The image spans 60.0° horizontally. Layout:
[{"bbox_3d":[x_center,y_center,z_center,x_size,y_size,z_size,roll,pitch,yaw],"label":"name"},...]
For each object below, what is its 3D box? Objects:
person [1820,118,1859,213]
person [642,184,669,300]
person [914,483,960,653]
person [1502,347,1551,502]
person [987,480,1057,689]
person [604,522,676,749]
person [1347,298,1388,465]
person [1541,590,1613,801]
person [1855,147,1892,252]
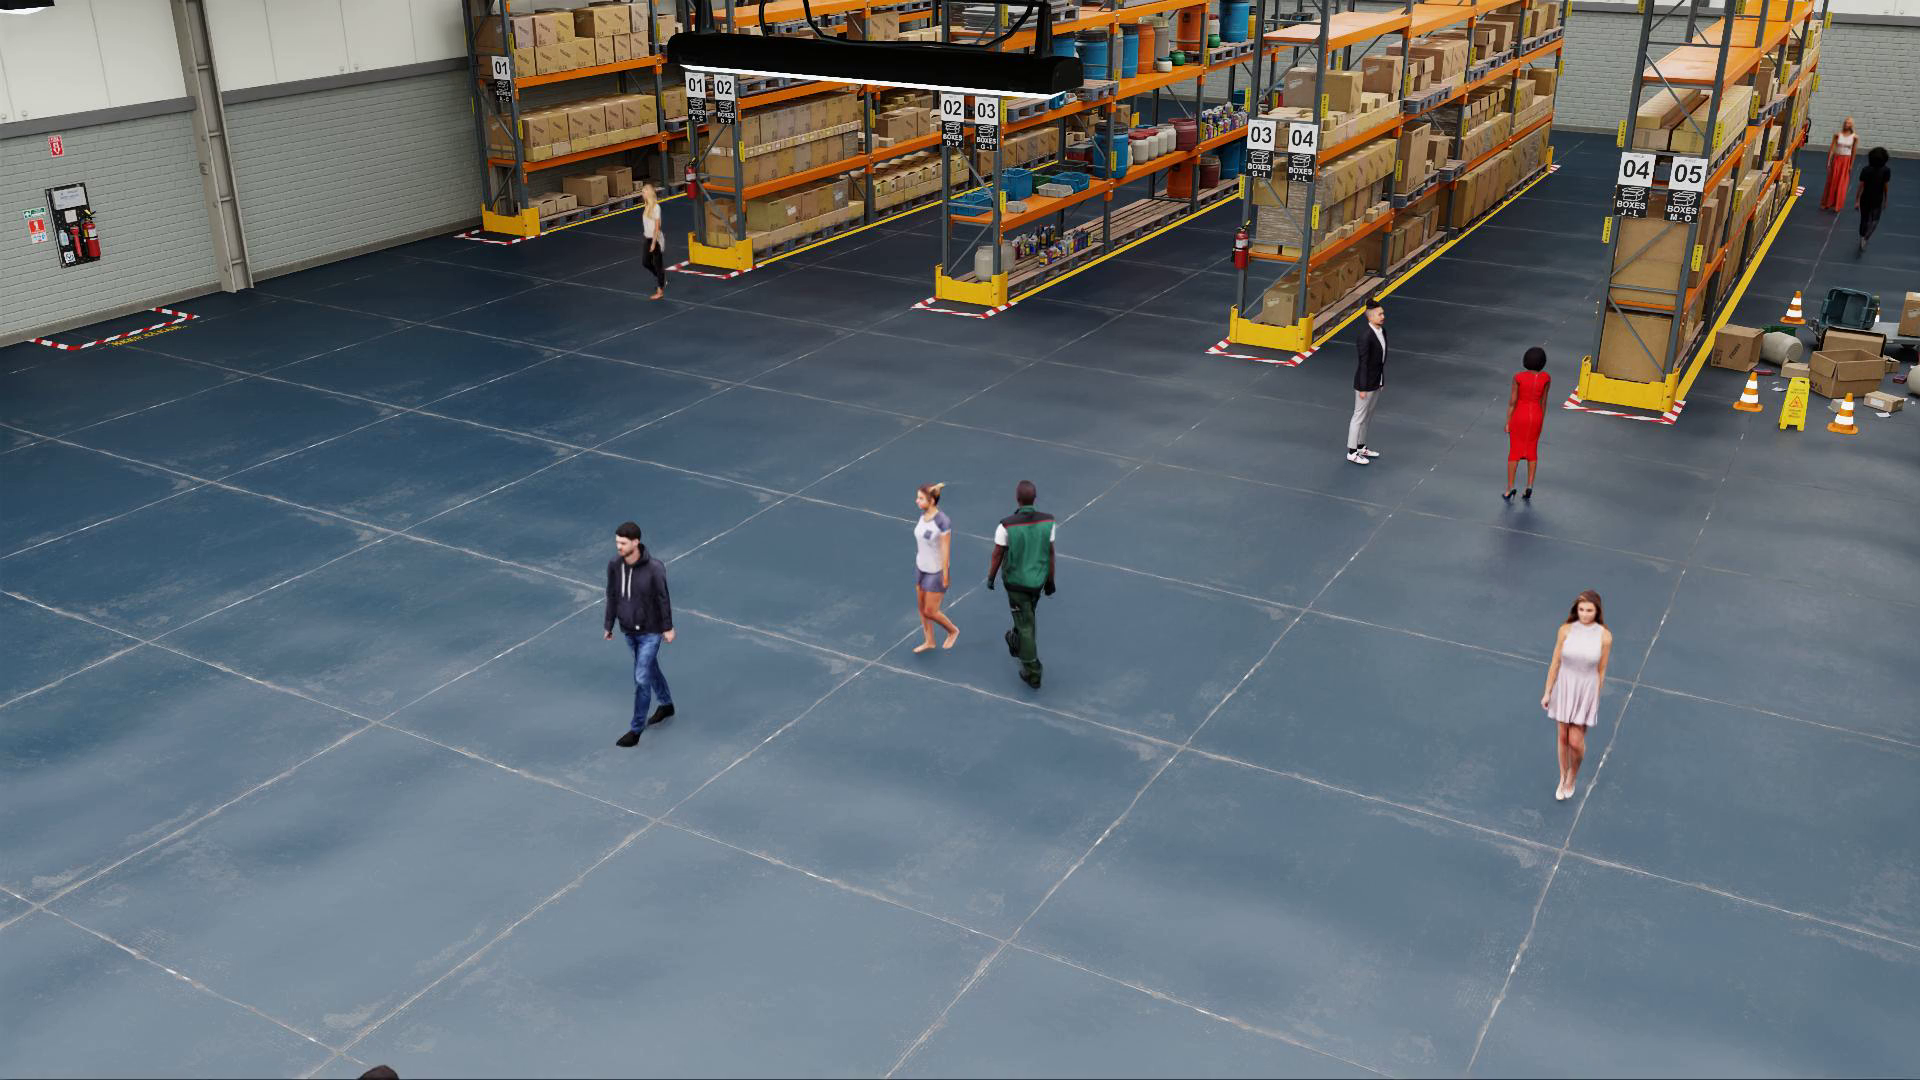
[{"bbox_3d":[17.162,-7.312,32.384,0.668,1.802,0.628,18,29,36],"label":"person"},{"bbox_3d":[-4.736,-4.706,26.244,0.760,1.812,0.682,-20,30,-38],"label":"person"},{"bbox_3d":[-0.189,0.255,14.833,0.754,1.613,0.703,-15,27,-31],"label":"person"},{"bbox_3d":[6.220,-1.275,18.264,0.645,1.743,0.663,-1,23,-2],"label":"person"},{"bbox_3d":[0.586,0.415,14.217,1.154,1.799,1.161,-9,25,-21],"label":"person"},{"bbox_3d":[-2.513,0.694,13.496,0.702,1.851,1.042,12,26,26],"label":"person"},{"bbox_3d":[4.768,-1.882,19.428,0.797,1.950,0.564,17,28,34],"label":"person"},{"bbox_3d":[4.642,1.155,12.535,0.577,1.755,0.632,14,27,29],"label":"person"},{"bbox_3d":[15.974,-5.946,29.159,0.694,1.813,0.869,15,27,31],"label":"person"}]
